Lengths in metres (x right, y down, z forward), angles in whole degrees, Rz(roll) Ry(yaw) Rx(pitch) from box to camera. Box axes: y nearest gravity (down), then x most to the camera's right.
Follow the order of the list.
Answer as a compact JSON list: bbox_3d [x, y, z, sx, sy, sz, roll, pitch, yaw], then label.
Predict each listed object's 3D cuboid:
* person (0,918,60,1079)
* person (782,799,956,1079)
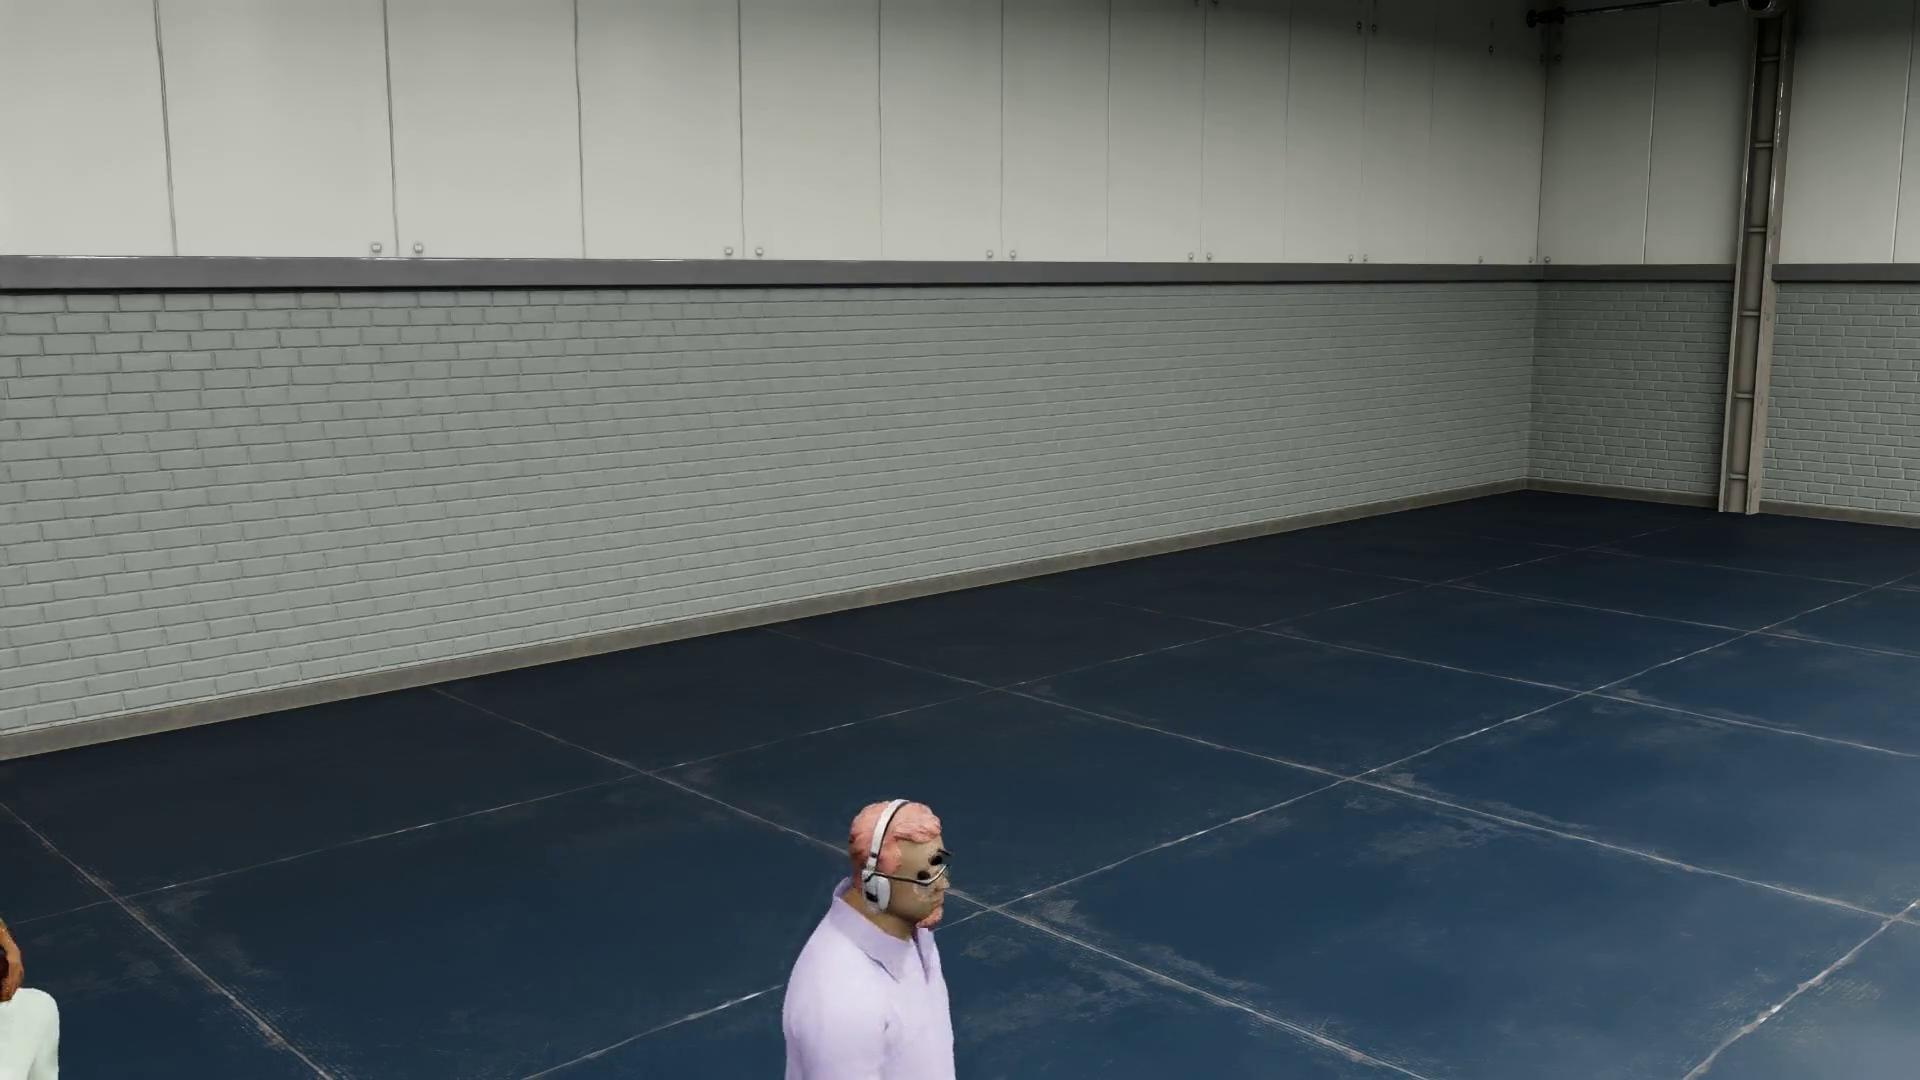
[{"bbox_3d":[-2.373,1.603,3.935,0.579,1.614,0.504,6,11,33],"label":"person"},{"bbox_3d":[-0.245,1.489,3.938,0.945,1.851,0.659,3,10,17],"label":"person"}]
